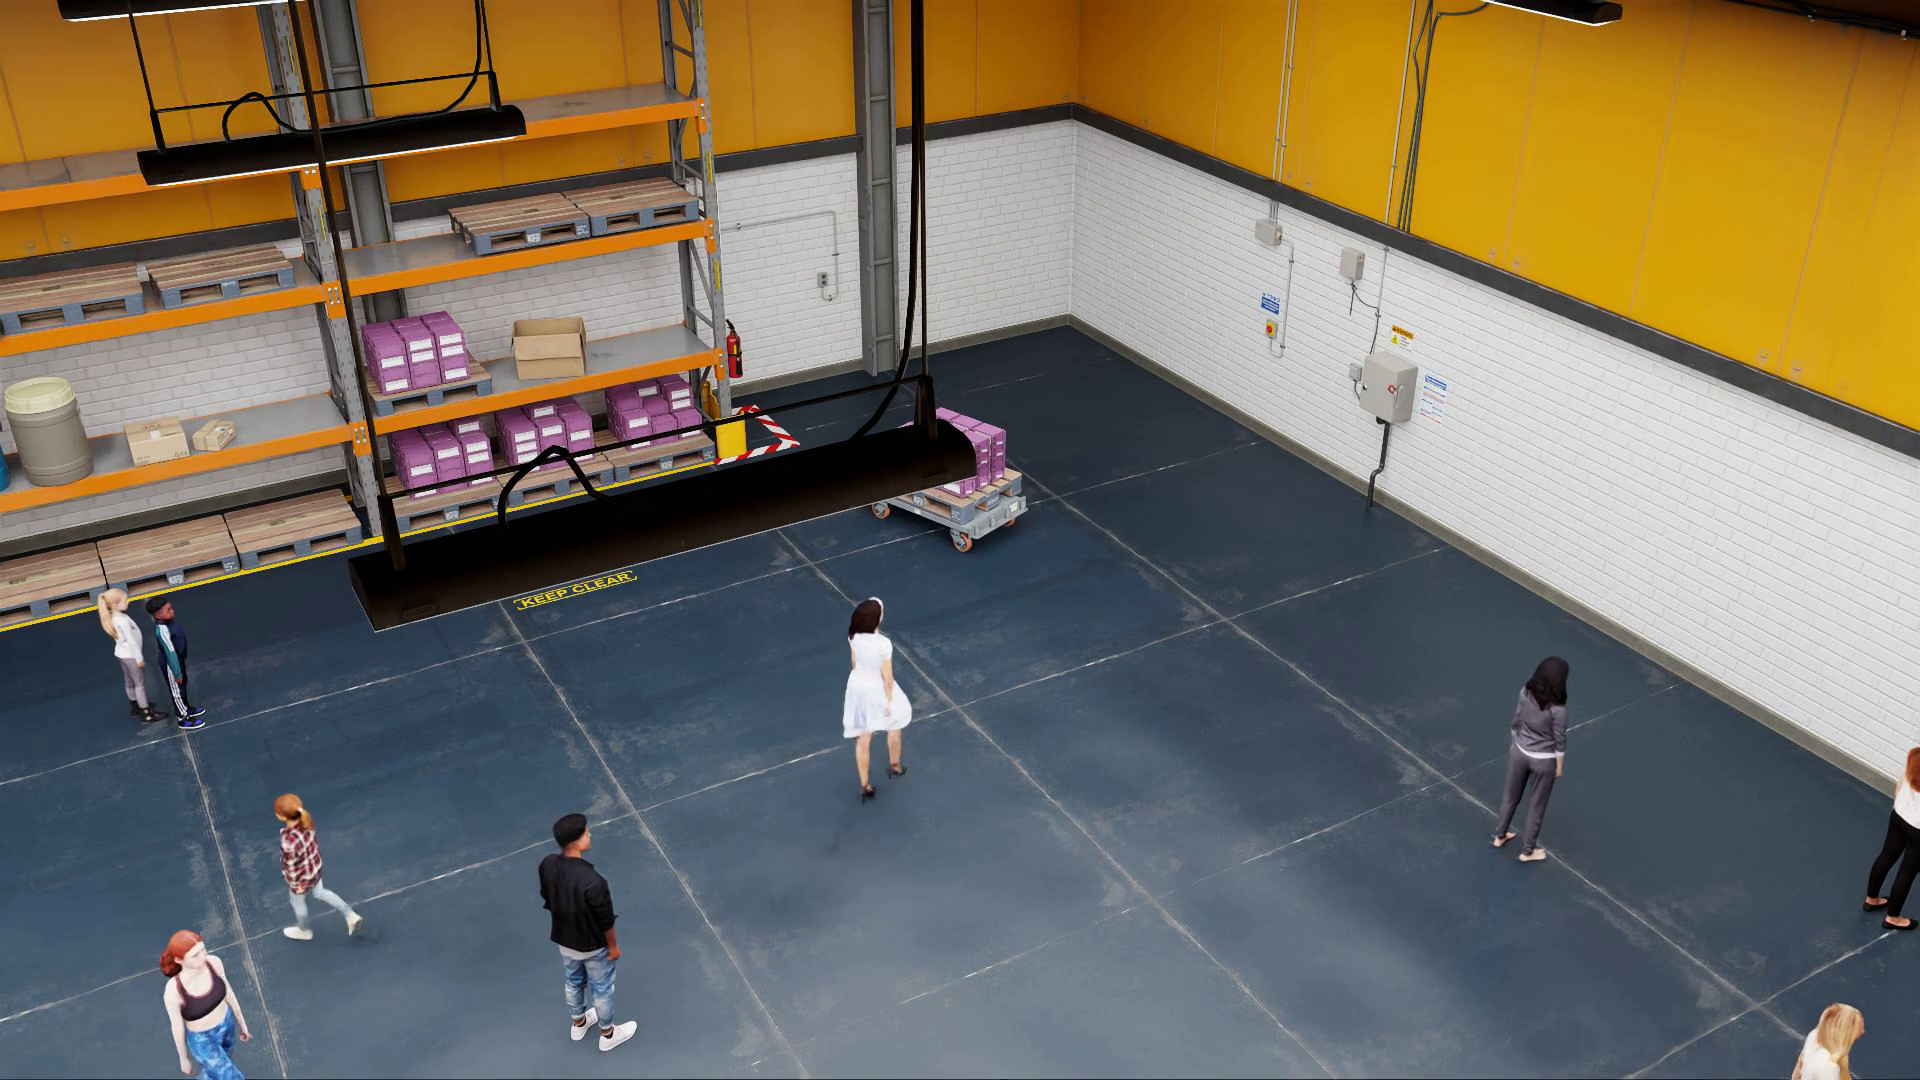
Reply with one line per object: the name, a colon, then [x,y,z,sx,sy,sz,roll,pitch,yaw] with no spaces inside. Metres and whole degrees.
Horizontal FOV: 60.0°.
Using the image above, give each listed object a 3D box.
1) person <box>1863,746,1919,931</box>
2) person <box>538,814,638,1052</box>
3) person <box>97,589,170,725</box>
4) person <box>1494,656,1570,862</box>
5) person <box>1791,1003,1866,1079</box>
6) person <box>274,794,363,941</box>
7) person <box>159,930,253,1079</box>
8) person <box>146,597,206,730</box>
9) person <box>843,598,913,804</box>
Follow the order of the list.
person: [6.857,2.039,11.959,0.604,1.718,0.636,-5,29,-10]
person: [-2.474,2.576,10.887,0.785,1.803,0.786,15,32,26]
person: [-7.172,0.992,14.338,0.546,1.279,0.570,24,37,37]
person: [4.358,1.649,12.627,0.553,1.764,0.628,-21,35,-33]
person: [4.738,3.333,9.487,0.963,1.814,0.906,8,30,14]
person: [-4.613,2.346,11.841,0.905,1.292,0.833,5,29,10]
person: [-4.589,3.050,10.076,1.116,1.746,1.147,10,30,18]
person: [-6.760,1.030,14.292,0.514,1.256,0.535,-9,30,-17]
person: [-0.744,1.316,13.204,0.917,1.796,1.012,12,31,21]
